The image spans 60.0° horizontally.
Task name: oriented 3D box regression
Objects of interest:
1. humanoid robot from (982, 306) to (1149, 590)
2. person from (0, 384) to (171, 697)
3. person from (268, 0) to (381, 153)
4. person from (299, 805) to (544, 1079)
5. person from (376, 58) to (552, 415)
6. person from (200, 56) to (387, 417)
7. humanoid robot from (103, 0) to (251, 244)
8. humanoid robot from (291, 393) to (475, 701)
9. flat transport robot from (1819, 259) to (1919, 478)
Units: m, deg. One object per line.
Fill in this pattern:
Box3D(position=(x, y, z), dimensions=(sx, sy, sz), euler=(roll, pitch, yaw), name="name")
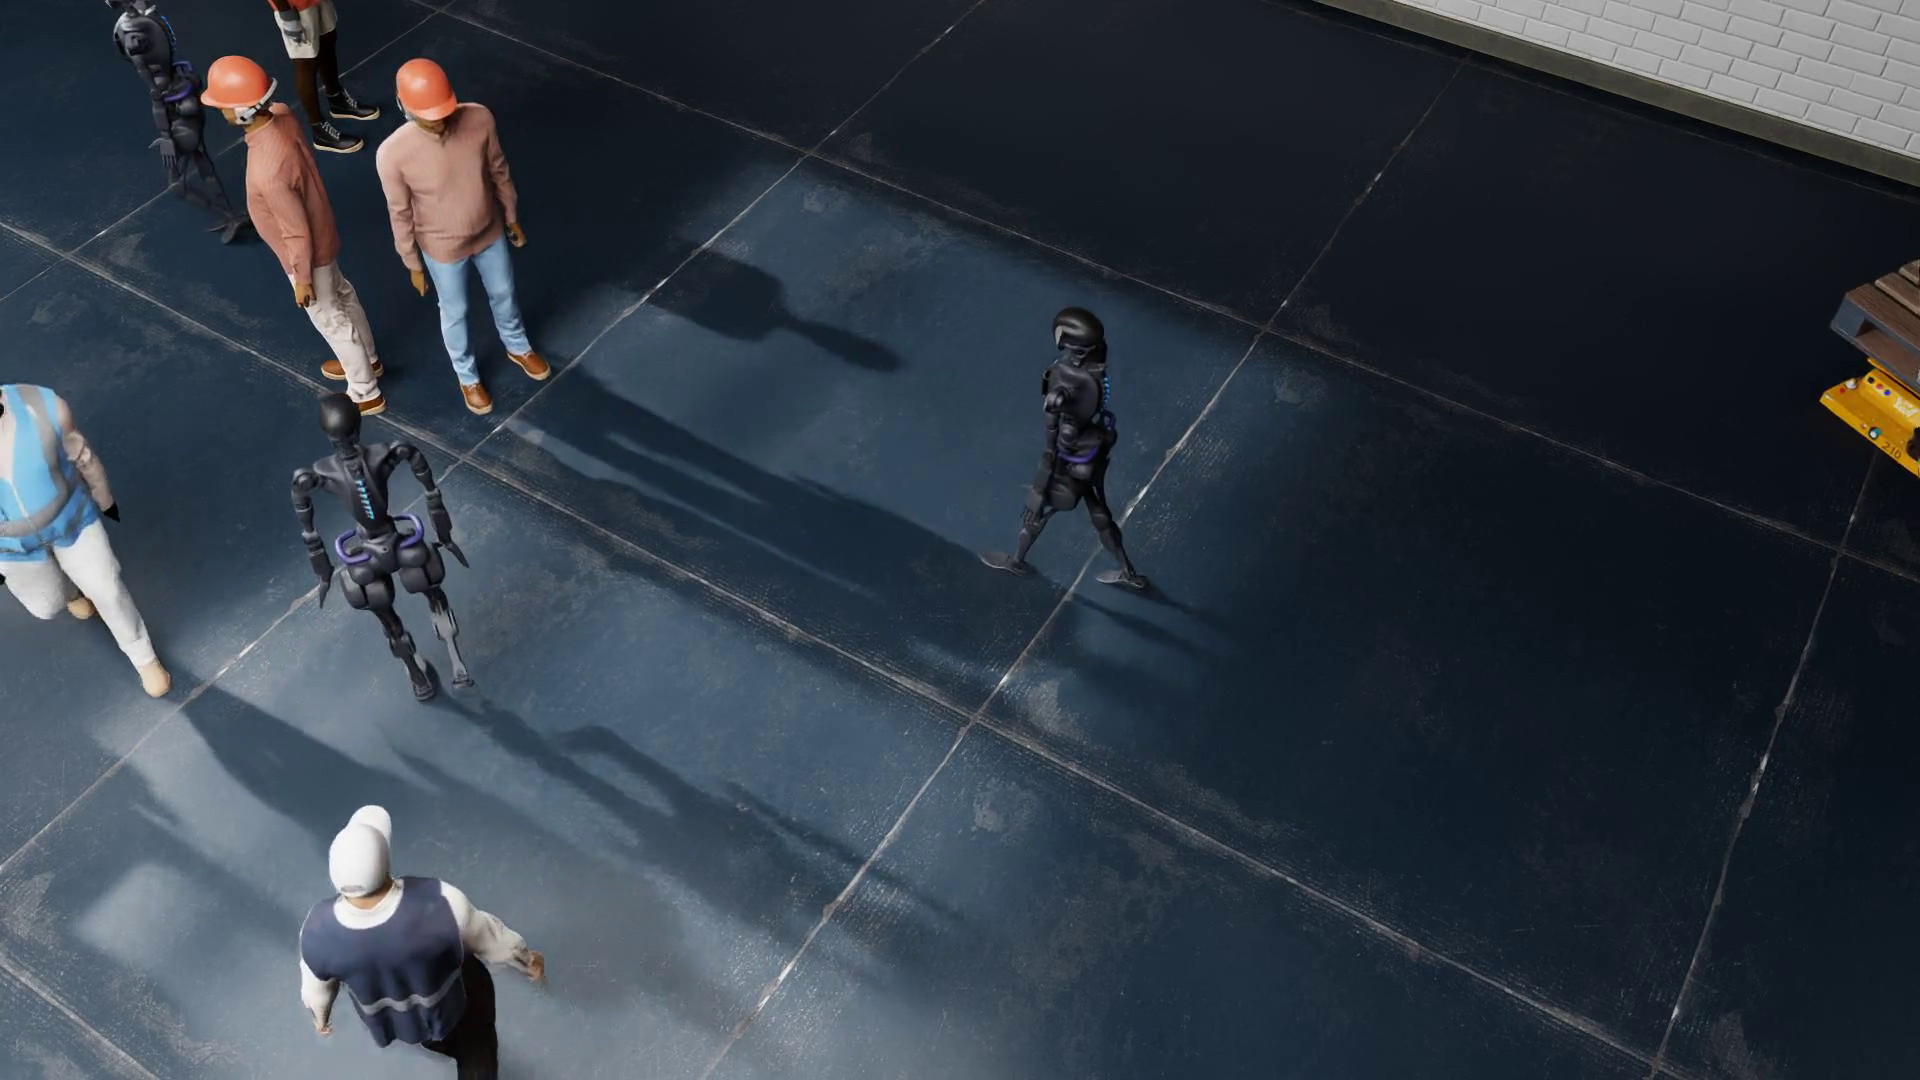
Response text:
Box3D(position=(0.494, -0.364, 7.228), dimensions=(0.772, 1.628, 0.601), euler=(22, 52, 18), name="humanoid robot")
Box3D(position=(-3.802, -0.097, 6.871), dimensions=(0.615, 1.815, 0.698), euler=(-26, 54, -21), name="person")
Box3D(position=(-3.735, -3.126, 9.434), dimensions=(0.379, 1.957, 0.597), euler=(4, 49, 4), name="person")
Box3D(position=(-1.780, 1.510, 5.518), dimensions=(0.763, 1.733, 0.699), euler=(-7, 49, -6), name="person")
Box3D(position=(-2.365, -1.438, 7.943), dimensions=(0.627, 1.980, 0.421), euler=(-36, 58, -27), name="person")
Box3D(position=(-3.129, -1.409, 7.903), dimensions=(0.383, 1.992, 0.622), euler=(-10, 50, -8), name="person")
Box3D(position=(-4.195, -2.320, 8.905), dimensions=(0.356, 1.646, 0.610), euler=(-10, 50, -9), name="humanoid robot")
Box3D(position=(-2.324, 0.121, 6.772), dimensions=(0.611, 1.648, 0.479), euler=(-22, 52, -18), name="humanoid robot")
Box3D(position=(5.186, -0.816, 8.529), dimensions=(1.431, 0.231, 0.659), euler=(-23, 53, -19), name="flat transport robot")
